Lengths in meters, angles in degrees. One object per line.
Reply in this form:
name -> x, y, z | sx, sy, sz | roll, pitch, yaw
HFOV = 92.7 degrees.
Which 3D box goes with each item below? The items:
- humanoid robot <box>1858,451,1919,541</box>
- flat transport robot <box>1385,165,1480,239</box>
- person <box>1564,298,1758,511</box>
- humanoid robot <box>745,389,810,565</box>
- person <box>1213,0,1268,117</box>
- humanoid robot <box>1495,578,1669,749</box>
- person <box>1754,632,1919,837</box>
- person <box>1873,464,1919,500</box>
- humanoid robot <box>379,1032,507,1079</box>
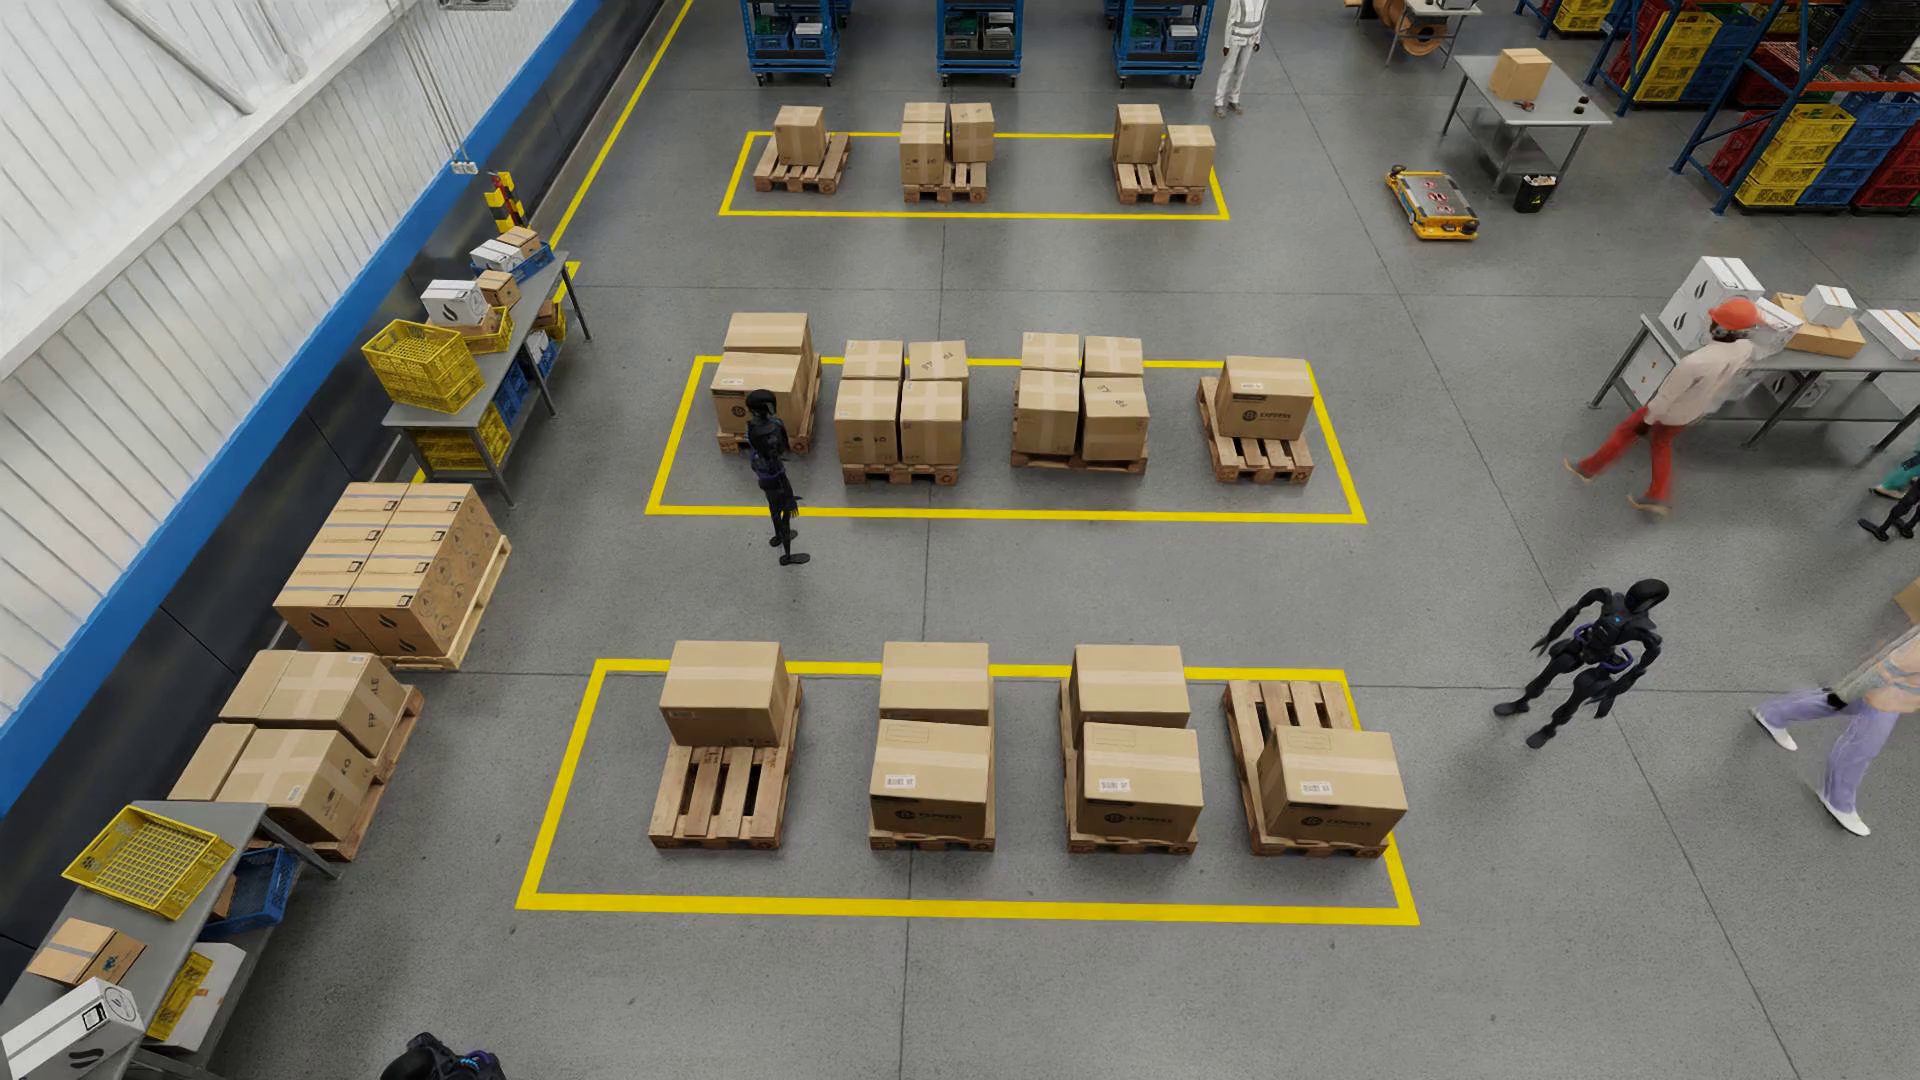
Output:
humanoid robot -> 7.821, -0.654, 7.158 | 0.593, 1.657, 0.326 | -3, 49, -2
flat transport robot -> 5.692, -4.094, 11.059 | 0.652, 0.197, 1.431 | 1, 49, 1
person -> 5.720, -1.068, 7.336 | 0.620, 1.966, 0.833 | -11, 50, -10
humanoid robot -> -1.402, -0.491, 7.017 | 0.324, 1.658, 0.601 | -19, 52, -15
person -> 3.768, -6.663, 12.232 | 0.574, 1.884, 0.356 | -18, 51, -15
humanoid robot -> 4.030, 0.792, 5.907 | 0.316, 1.657, 0.609 | -17, 51, -15
person -> 5.813, 0.984, 5.617 | 0.585, 1.877, 0.937 | -17, 51, -14
person -> 8.345, -1.007, 7.422 | 0.731, 1.732, 0.544 | 2, 49, 2
humanoid robot -> -2.257, 2.657, 4.293 | 0.326, 1.656, 0.587 | -33, 57, -25
